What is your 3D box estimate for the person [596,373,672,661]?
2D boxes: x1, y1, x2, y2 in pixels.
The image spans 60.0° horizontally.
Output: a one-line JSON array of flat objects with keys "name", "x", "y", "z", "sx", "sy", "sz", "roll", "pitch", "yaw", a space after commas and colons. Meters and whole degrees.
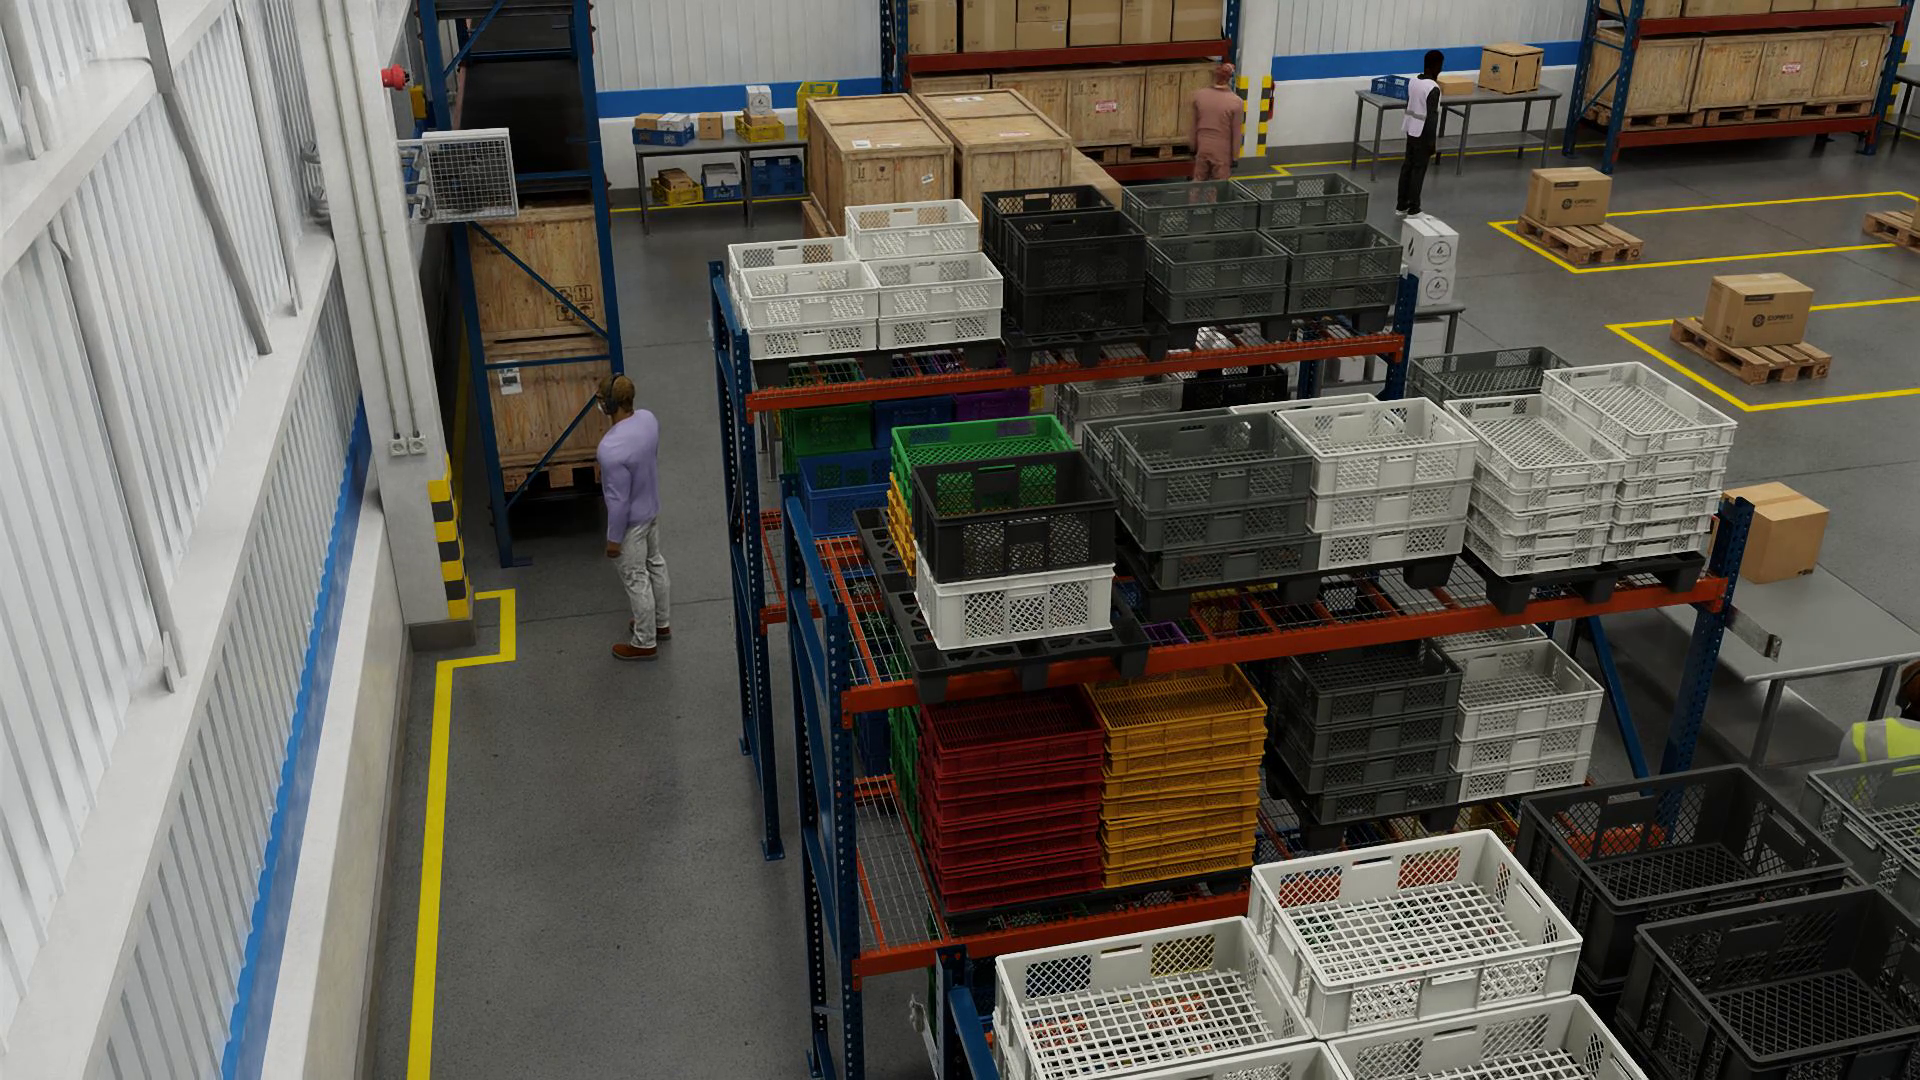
[{"name": "person", "x": -2.076, "y": -0.146, "z": 10.518, "sx": 0.358, "sy": 1.938, "sz": 0.636, "roll": 6, "pitch": 28, "yaw": 12}]

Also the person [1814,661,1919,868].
[{"name": "person", "x": 4.291, "y": 1.380, "z": 7.740, "sx": 0.631, "sy": 1.836, "sz": 0.429, "roll": 5, "pitch": 28, "yaw": 9}]

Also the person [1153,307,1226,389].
[{"name": "person", "x": 1.666, "y": -0.970, "z": 12.155, "sx": 0.589, "sy": 1.881, "sz": 0.389, "roll": 21, "pitch": 34, "yaw": 34}]

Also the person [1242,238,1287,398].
[{"name": "person", "x": 2.410, "y": -1.540, "z": 13.248, "sx": 0.329, "sy": 1.861, "sz": 0.515, "roll": -7, "pitch": 29, "yaw": -14}]

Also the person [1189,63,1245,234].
[{"name": "person", "x": 2.845, "y": -4.339, "z": 18.547, "sx": 0.662, "sy": 1.885, "sz": 0.464, "roll": 22, "pitch": 35, "yaw": 35}]

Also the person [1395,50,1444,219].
[{"name": "person", "x": 5.274, "y": -4.638, "z": 19.069, "sx": 0.392, "sy": 1.914, "sz": 0.589, "roll": -7, "pitch": 29, "yaw": -13}]
